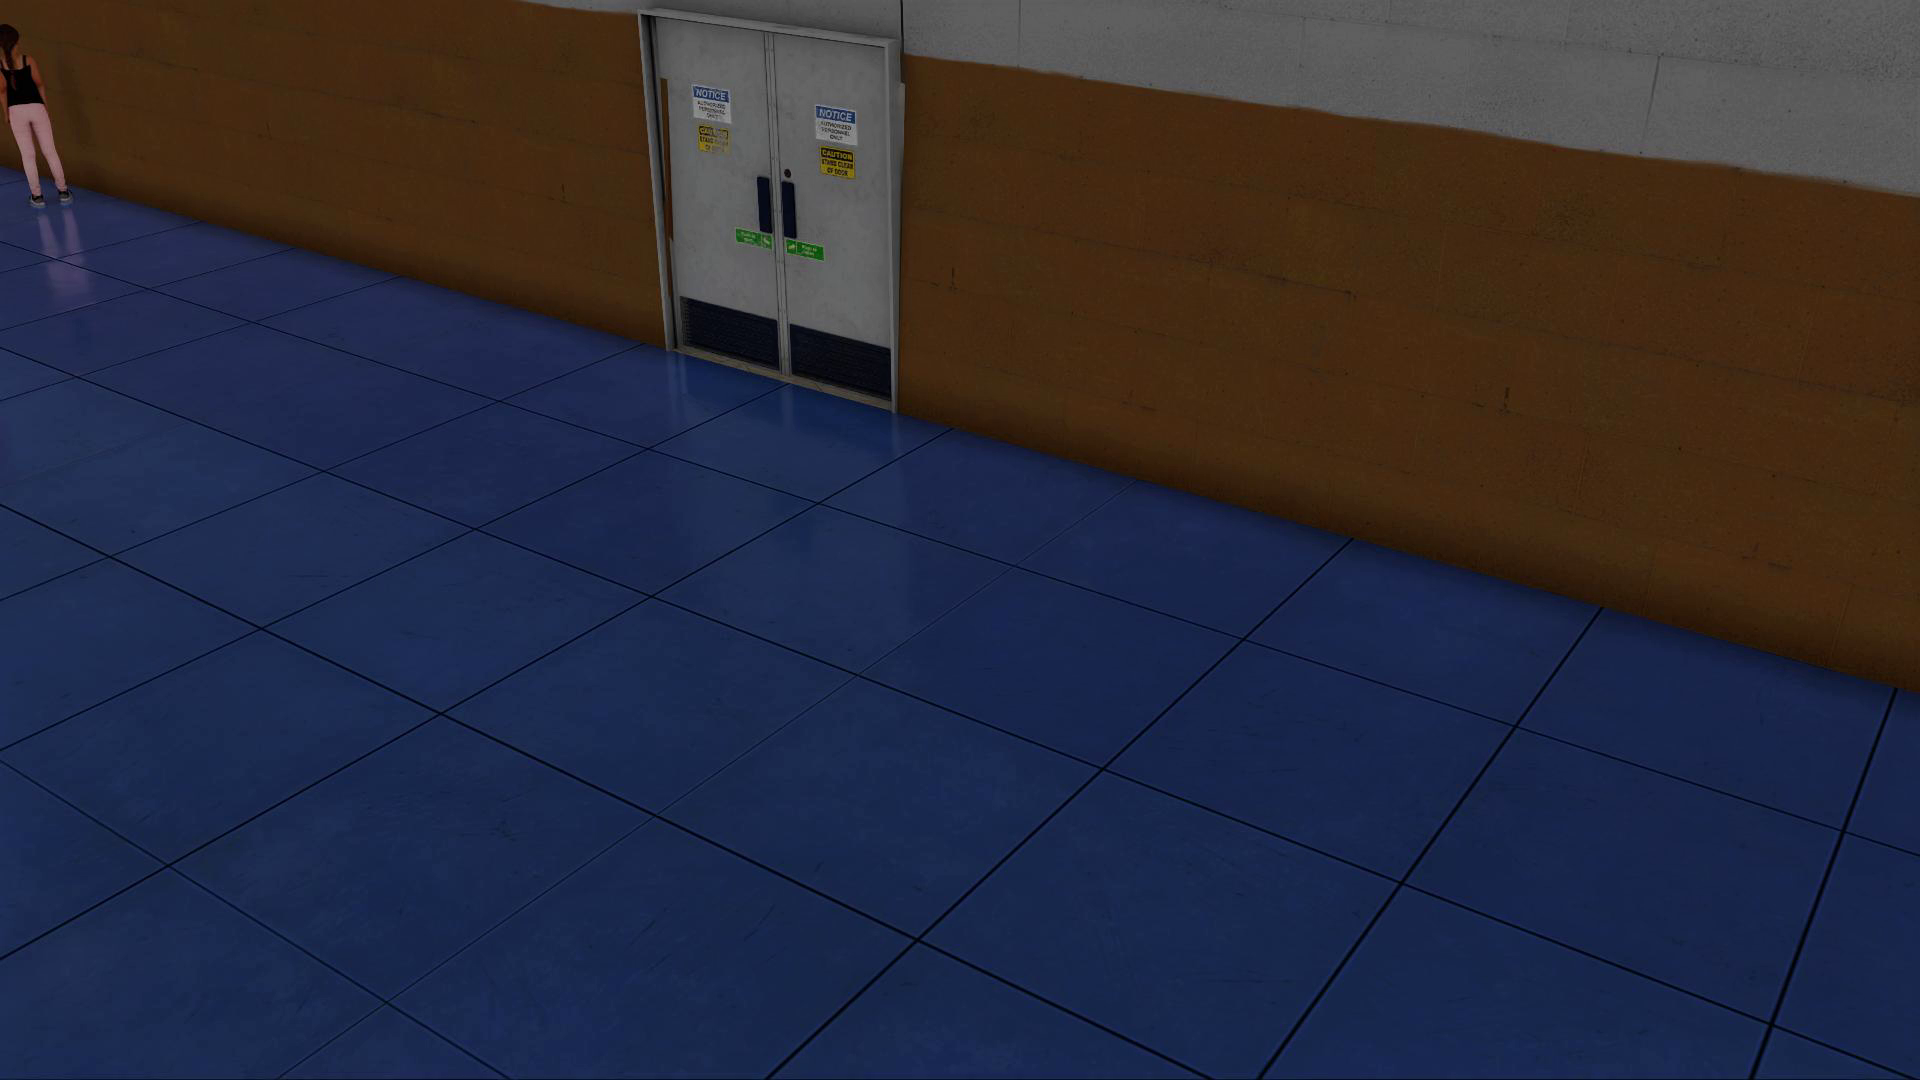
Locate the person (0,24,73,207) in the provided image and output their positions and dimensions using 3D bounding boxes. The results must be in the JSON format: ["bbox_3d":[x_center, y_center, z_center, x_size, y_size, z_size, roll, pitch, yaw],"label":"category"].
[{"bbox_3d":[-8.229,-3.759,14.689,0.568,1.565,0.672,-15,31,-27],"label":"person"}]
